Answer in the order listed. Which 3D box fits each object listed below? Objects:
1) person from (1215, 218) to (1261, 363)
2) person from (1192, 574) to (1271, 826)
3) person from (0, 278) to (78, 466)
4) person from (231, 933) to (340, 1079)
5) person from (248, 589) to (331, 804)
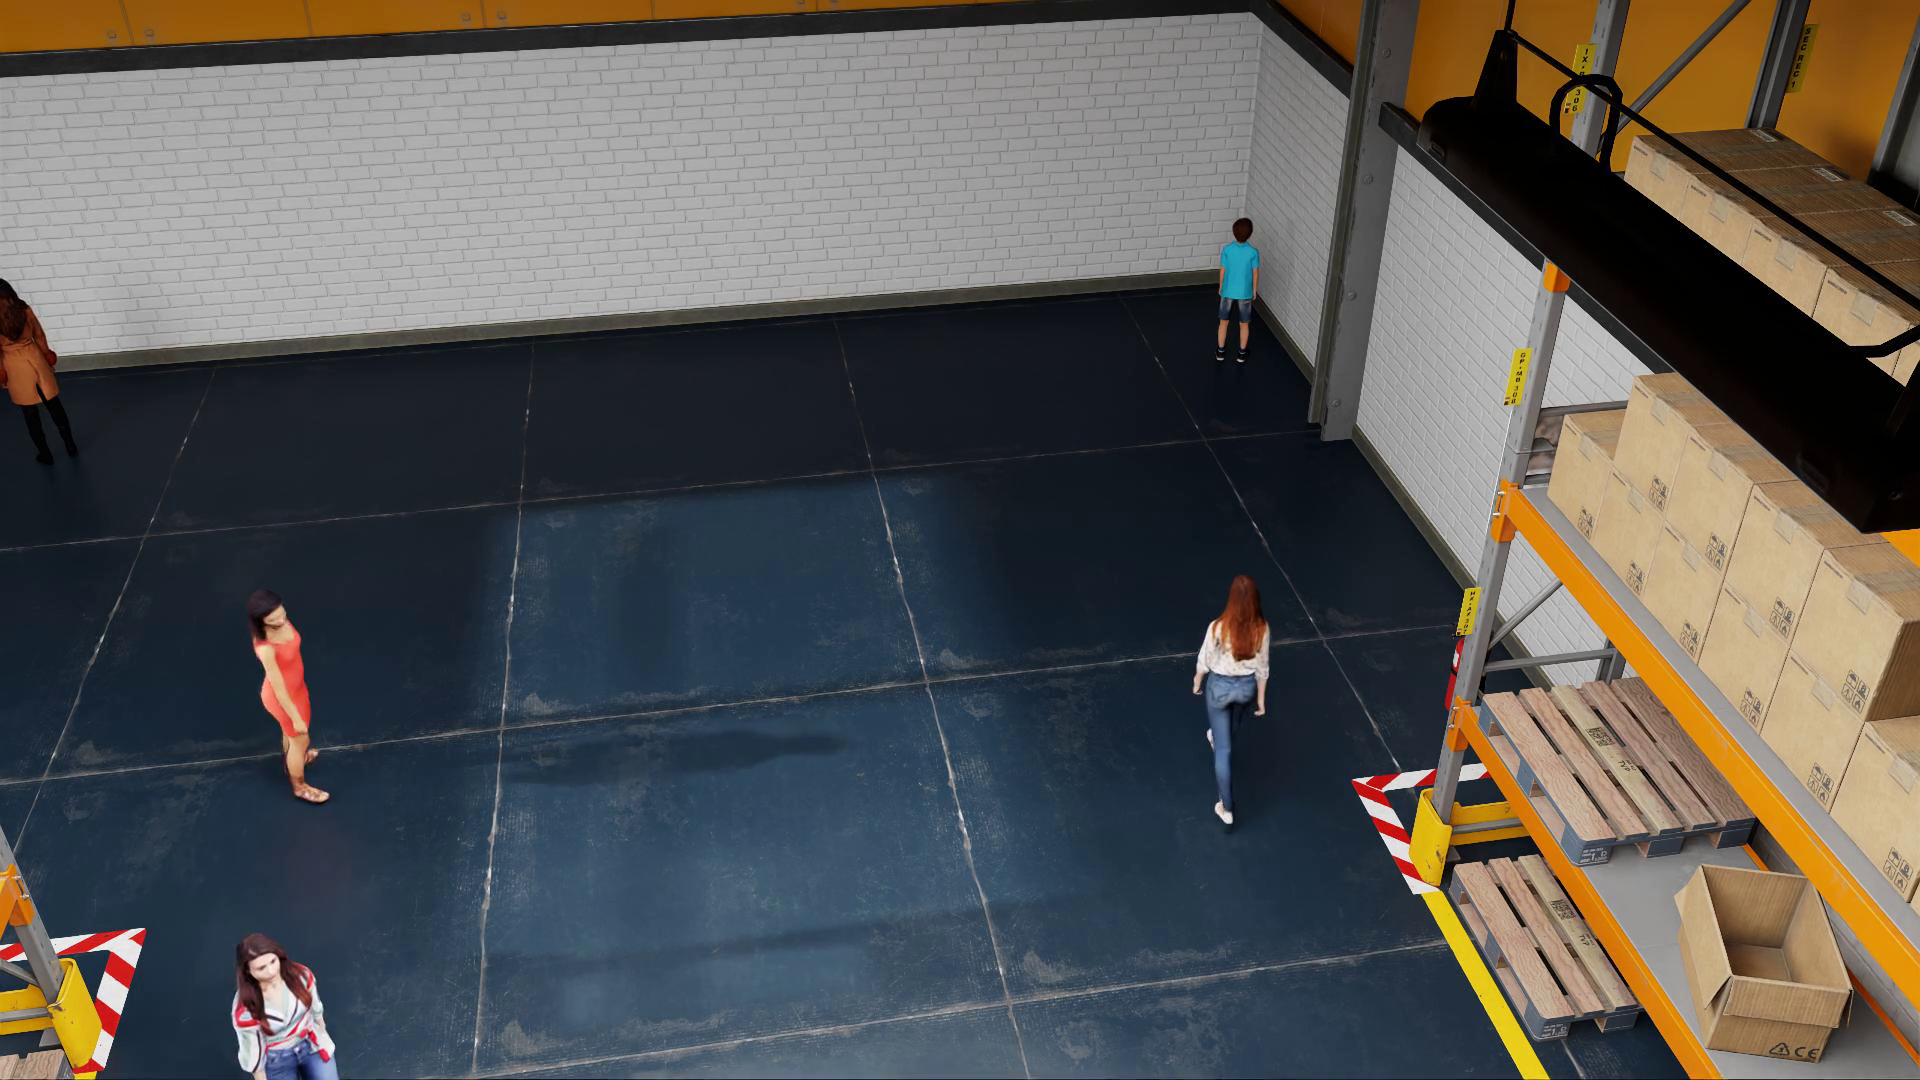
[{"bbox_3d":[2.643,-2.387,15.837,0.587,1.449,0.597,8,34,12],"label":"person"},{"bbox_3d":[1.727,1.023,10.496,0.644,1.682,1.162,-3,34,-5],"label":"person"},{"bbox_3d":[-7.948,-1.440,14.169,0.774,1.720,0.786,-27,42,-34],"label":"person"},{"bbox_3d":[-3.382,2.538,8.318,0.995,1.570,1.176,-27,42,-34],"label":"person"},{"bbox_3d":[-4.317,0.974,10.558,0.843,1.695,0.552,-16,37,-23],"label":"person"}]
